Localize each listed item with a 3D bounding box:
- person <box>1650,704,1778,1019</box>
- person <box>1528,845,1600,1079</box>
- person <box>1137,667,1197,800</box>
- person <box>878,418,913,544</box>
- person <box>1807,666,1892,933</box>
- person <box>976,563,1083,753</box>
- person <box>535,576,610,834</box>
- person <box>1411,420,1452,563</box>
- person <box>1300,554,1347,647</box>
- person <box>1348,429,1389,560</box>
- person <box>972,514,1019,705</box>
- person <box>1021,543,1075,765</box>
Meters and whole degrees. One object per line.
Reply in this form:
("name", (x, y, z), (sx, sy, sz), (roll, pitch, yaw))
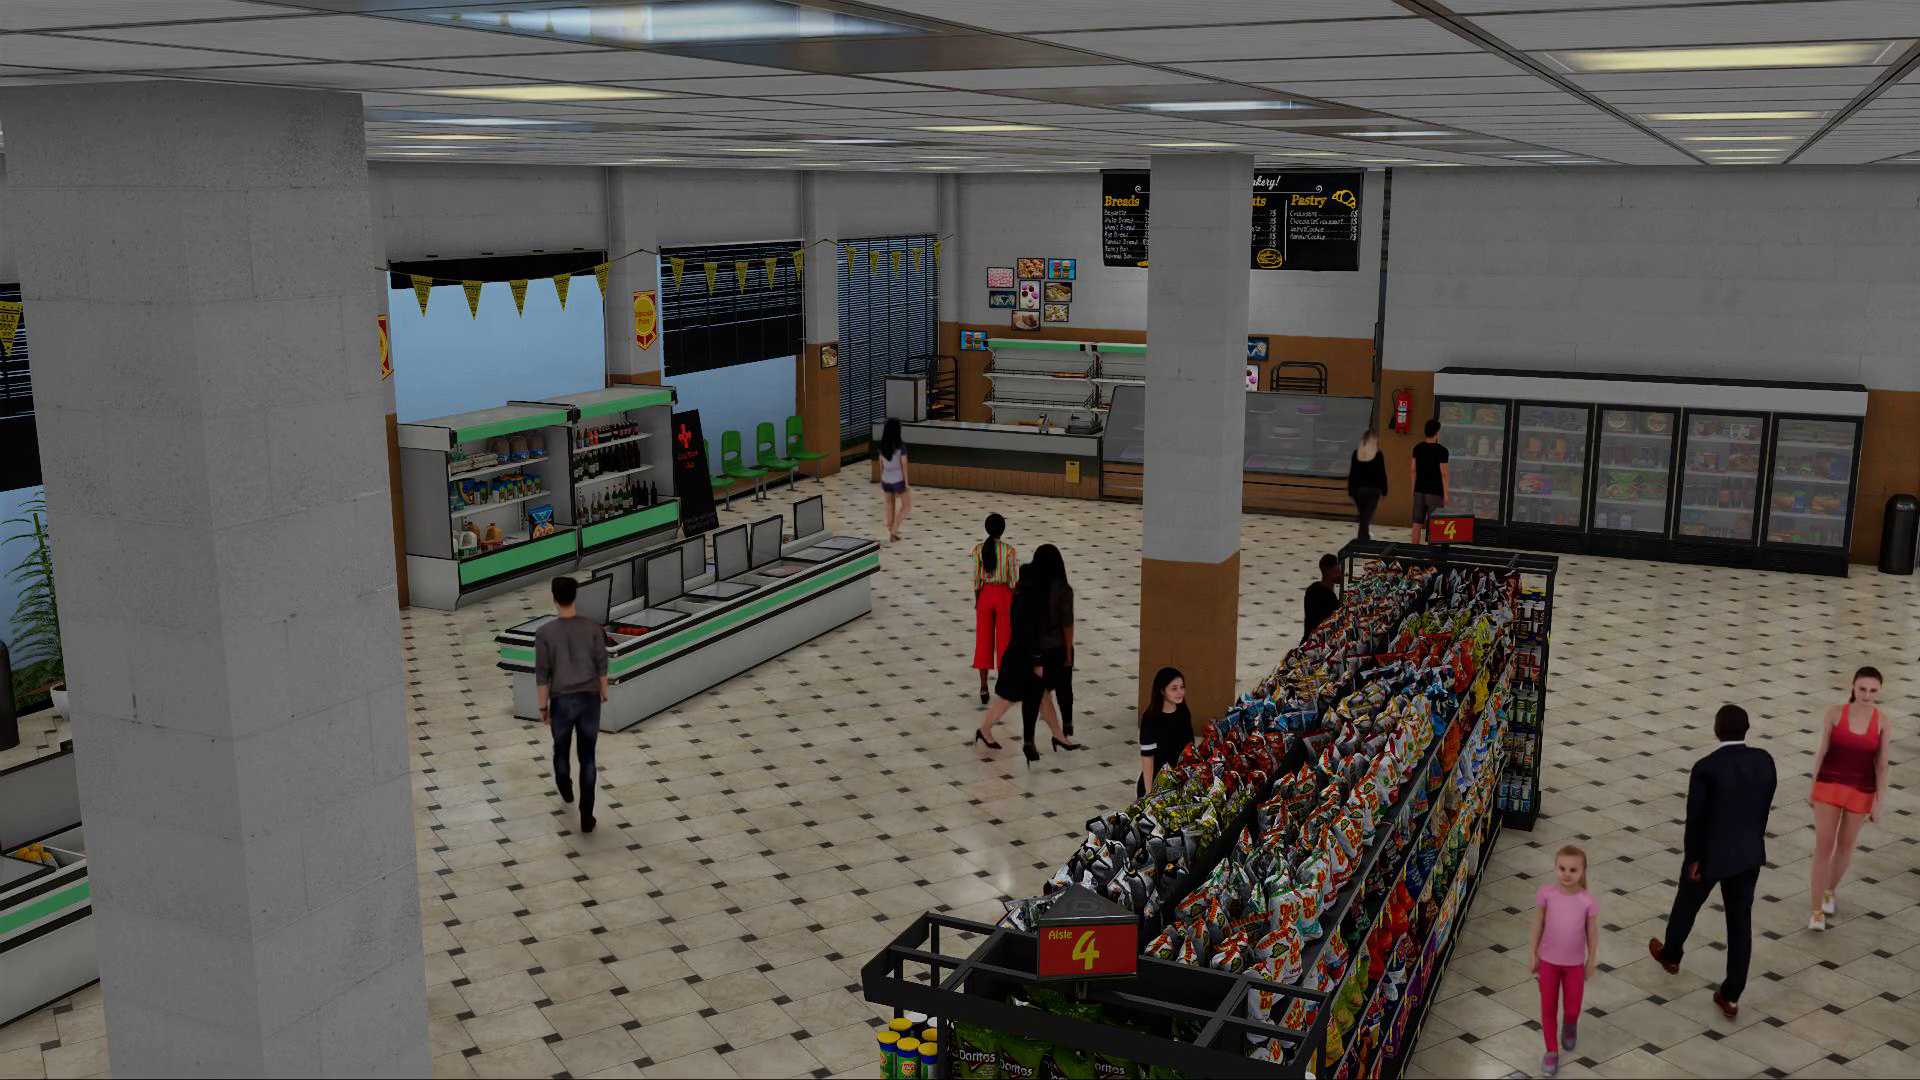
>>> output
("person", (4.430, 1.861, 9.546), (0.948, 1.797, 1.143), (0, 12, 2))
("person", (3.266, 2.245, 9.017), (0.480, 1.263, 0.653), (5, 13, 24))
("person", (1.362, 1.627, 11.044), (0.636, 1.639, 0.749), (-11, 16, -42))
("person", (-0.919, -0.782, 22.334), (0.629, 1.699, 0.642), (7, 14, 29))
("person", (5.764, 1.632, 10.817), (0.583, 1.721, 0.939), (6, 13, 25))
("person", (0.464, 1.034, 13.904), (0.915, 1.620, 1.134), (3, 12, 12))
("person", (-2.837, 1.251, 12.297), (1.117, 1.856, 1.259), (-2, 12, -12))
("person", (5.941, -0.609, 21.121), (0.726, 1.861, 0.756), (-11, 16, -43))
("person", (2.871, 0.993, 13.689), (0.898, 1.789, 0.834), (-4, 13, -20))
("person", (5.198, -0.554, 21.383), (0.746, 1.646, 1.144), (7, 14, 31))
("person", (0.326, 0.631, 15.394), (0.634, 1.793, 0.594), (3, 12, 13))
("person", (0.677, 0.989, 13.742), (0.747, 1.774, 1.187), (4, 12, 18))
